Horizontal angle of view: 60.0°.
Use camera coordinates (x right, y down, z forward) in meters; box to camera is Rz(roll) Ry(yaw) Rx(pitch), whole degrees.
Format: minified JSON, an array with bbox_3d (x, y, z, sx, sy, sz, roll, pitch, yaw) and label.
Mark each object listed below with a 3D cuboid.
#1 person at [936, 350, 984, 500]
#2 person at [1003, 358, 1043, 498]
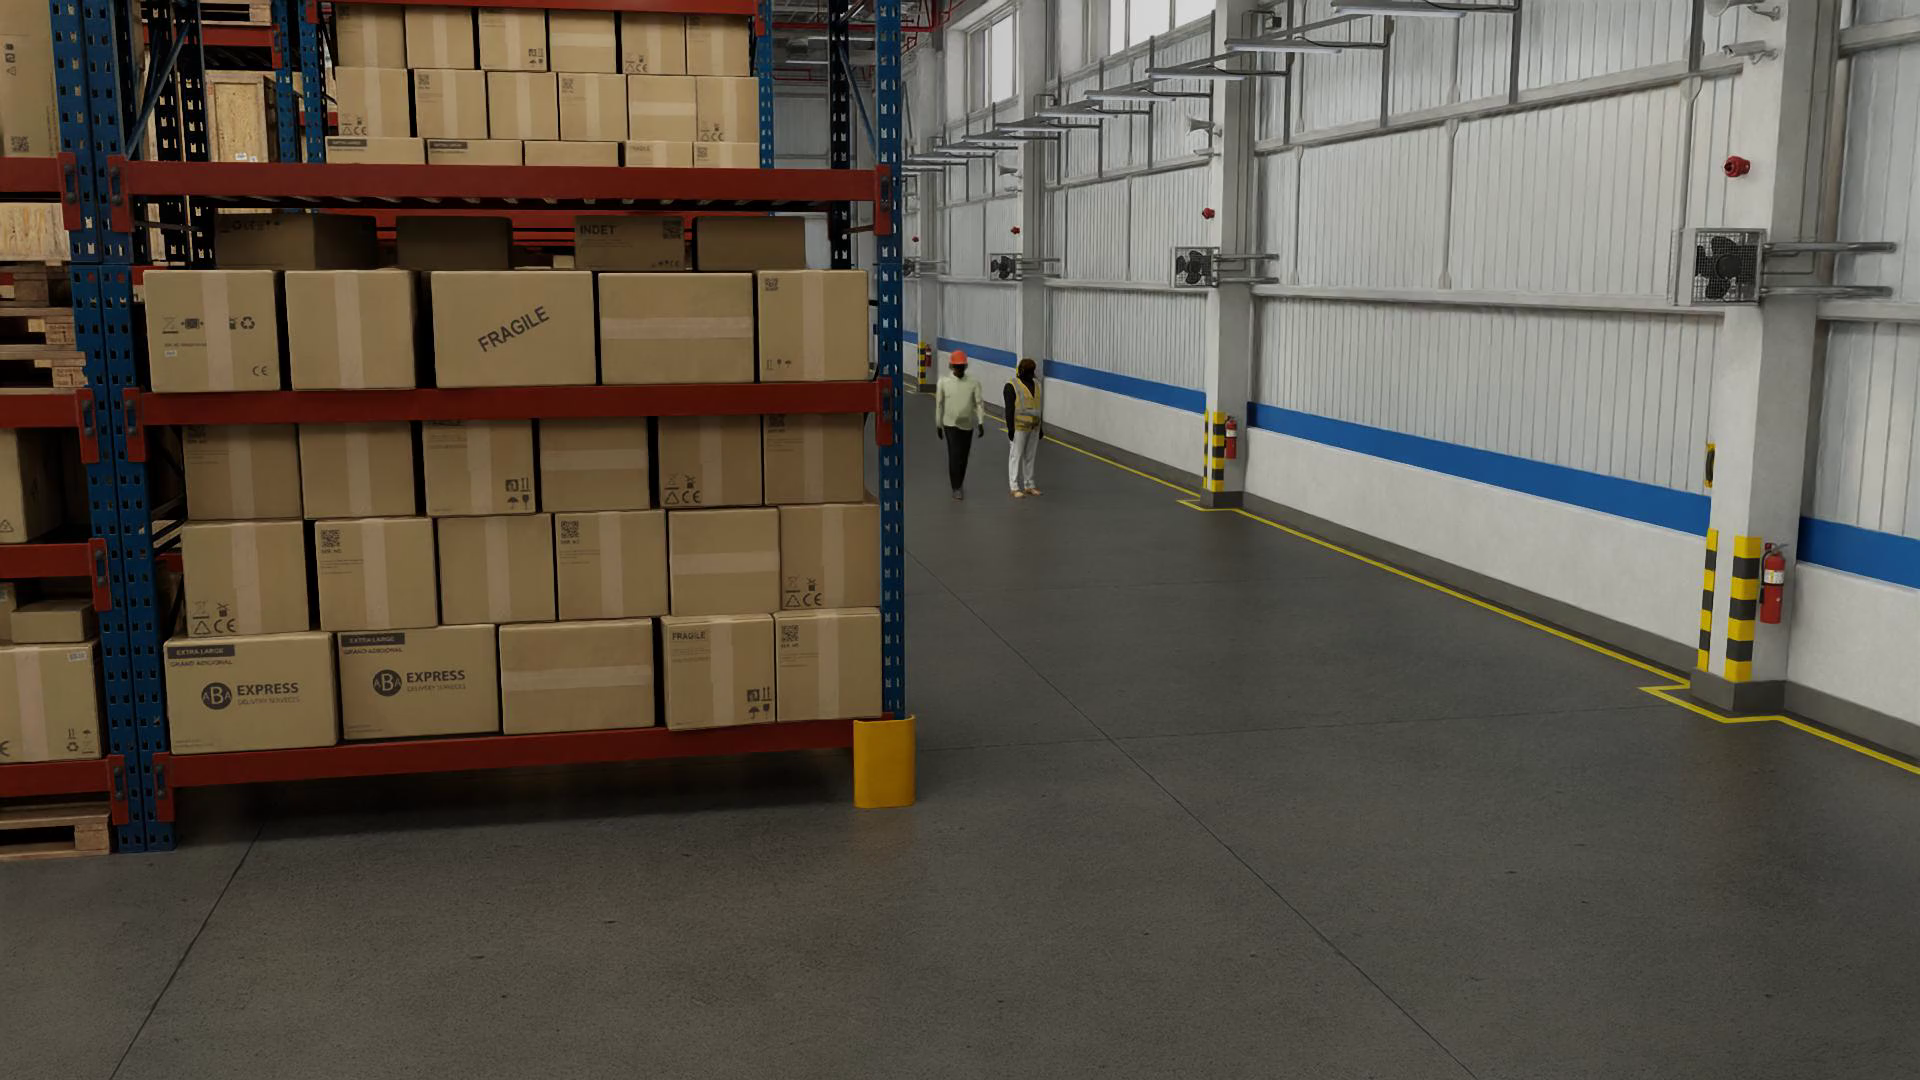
[{"bbox_3d":[-0.013,-1.549,22.084,0.609,1.960,0.969,-2,10,-11],"label":"person"},{"bbox_3d":[0.868,-1.476,21.968,0.626,1.842,0.429,-8,12,-41],"label":"person"}]
